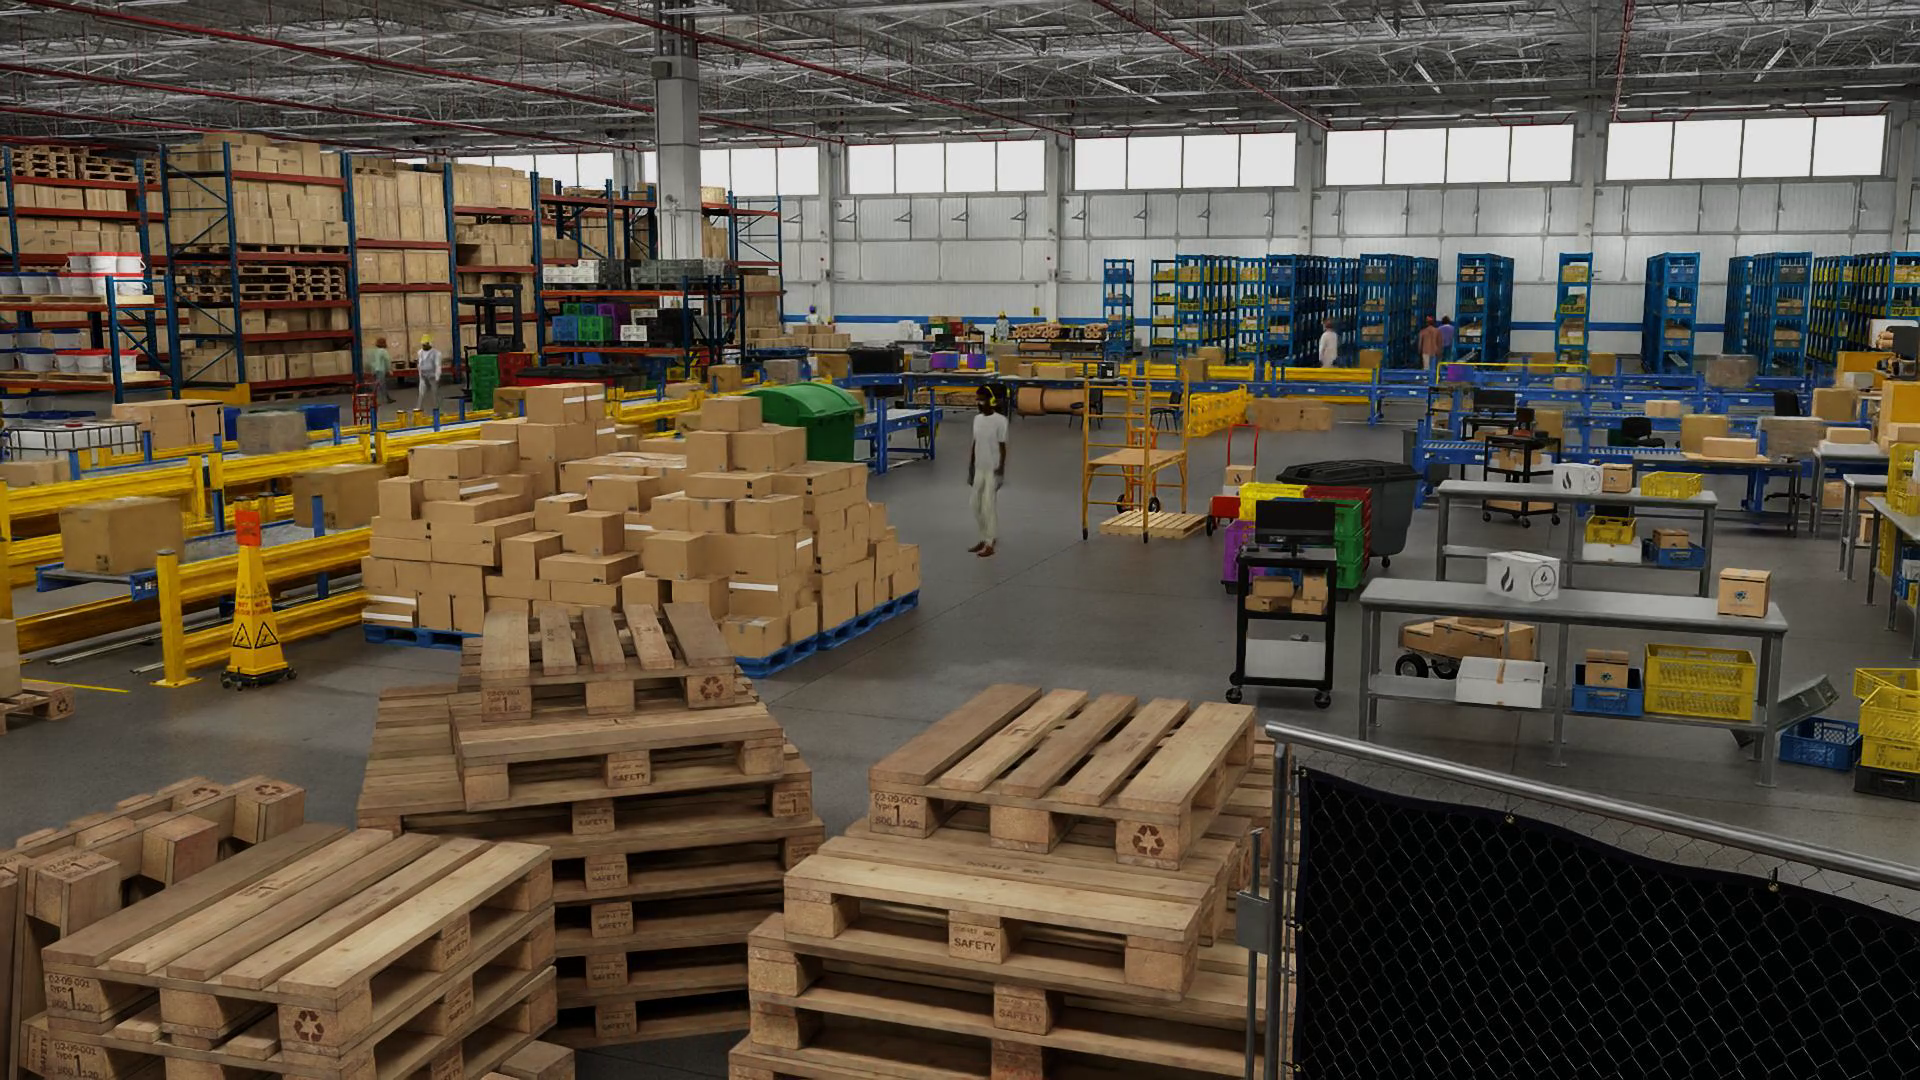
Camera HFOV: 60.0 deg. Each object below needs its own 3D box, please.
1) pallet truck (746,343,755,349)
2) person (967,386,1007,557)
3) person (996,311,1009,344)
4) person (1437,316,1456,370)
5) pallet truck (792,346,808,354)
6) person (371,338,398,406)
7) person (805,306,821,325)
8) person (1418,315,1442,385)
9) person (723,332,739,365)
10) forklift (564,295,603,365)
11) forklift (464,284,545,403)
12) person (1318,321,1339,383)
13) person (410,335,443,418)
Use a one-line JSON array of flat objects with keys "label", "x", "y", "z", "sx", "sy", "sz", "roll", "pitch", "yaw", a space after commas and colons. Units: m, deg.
[{"label": "pallet truck", "x": -6.183, "y": -4.618, "z": 44.264, "sx": 1.601, "sy": 1.201, "sz": 0.680, "roll": -9, "pitch": 12, "yaw": -43}, {"label": "person", "x": 0.273, "y": -0.737, "z": 17.932, "sx": 0.359, "sy": 1.858, "sz": 0.536, "roll": -9, "pitch": 13, "yaw": -44}, {"label": "person", "x": 1.550, "y": -7.514, "z": 60.868, "sx": 0.479, "sy": 1.733, "sz": 0.346, "roll": -1, "pitch": 9, "yaw": -7}, {"label": "person", "x": 14.709, "y": -5.874, "z": 50.316, "sx": 0.571, "sy": 1.817, "sz": 0.473, "roll": 3, "pitch": 10, "yaw": 18}, {"label": "pallet truck", "x": -3.705, "y": -4.298, "z": 42.022, "sx": 0.653, "sy": 1.274, "sz": 1.630, "roll": 3, "pitch": 10, "yaw": 20}, {"label": "person", "x": -13.390, "y": -3.896, "z": 38.603, "sx": 0.519, "sy": 1.582, "sz": 0.863, "roll": 6, "pitch": 11, "yaw": 33}, {"label": "person", "x": -5.345, "y": -7.585, "z": 60.700, "sx": 0.622, "sy": 1.925, "sz": 0.653, "roll": -1, "pitch": 9, "yaw": -9}, {"label": "person", "x": 12.630, "y": -5.040, "z": 44.658, "sx": 0.619, "sy": 2.004, "sz": 0.647, "roll": 1, "pitch": 9, "yaw": 7}, {"label": "person", "x": -5.478, "y": -4.150, "z": 39.947, "sx": 0.367, "sy": 1.680, "sz": 0.543, "roll": -8, "pitch": 12, "yaw": -41}, {"label": "forklift", "x": -10.567, "y": -6.114, "z": 48.479, "sx": 1.873, "sy": 2.768, "sz": 1.129, "roll": -1, "pitch": 9, "yaw": -6}, {"label": "forklift", "x": -10.832, "y": -4.702, "z": 39.610, "sx": 1.129, "sy": 2.768, "sz": 1.873, "roll": 3, "pitch": 10, "yaw": 20}, {"label": "person", "x": 9.448, "y": -4.663, "z": 42.494, "sx": 0.842, "sy": 1.888, "sz": 0.643, "roll": 8, "pitch": 12, "yaw": 41}, {"label": "person", "x": -11.166, "y": -3.400, "z": 34.848, "sx": 0.623, "sy": 1.781, "sz": 0.911, "roll": 3, "pitch": 10, "yaw": 18}]
